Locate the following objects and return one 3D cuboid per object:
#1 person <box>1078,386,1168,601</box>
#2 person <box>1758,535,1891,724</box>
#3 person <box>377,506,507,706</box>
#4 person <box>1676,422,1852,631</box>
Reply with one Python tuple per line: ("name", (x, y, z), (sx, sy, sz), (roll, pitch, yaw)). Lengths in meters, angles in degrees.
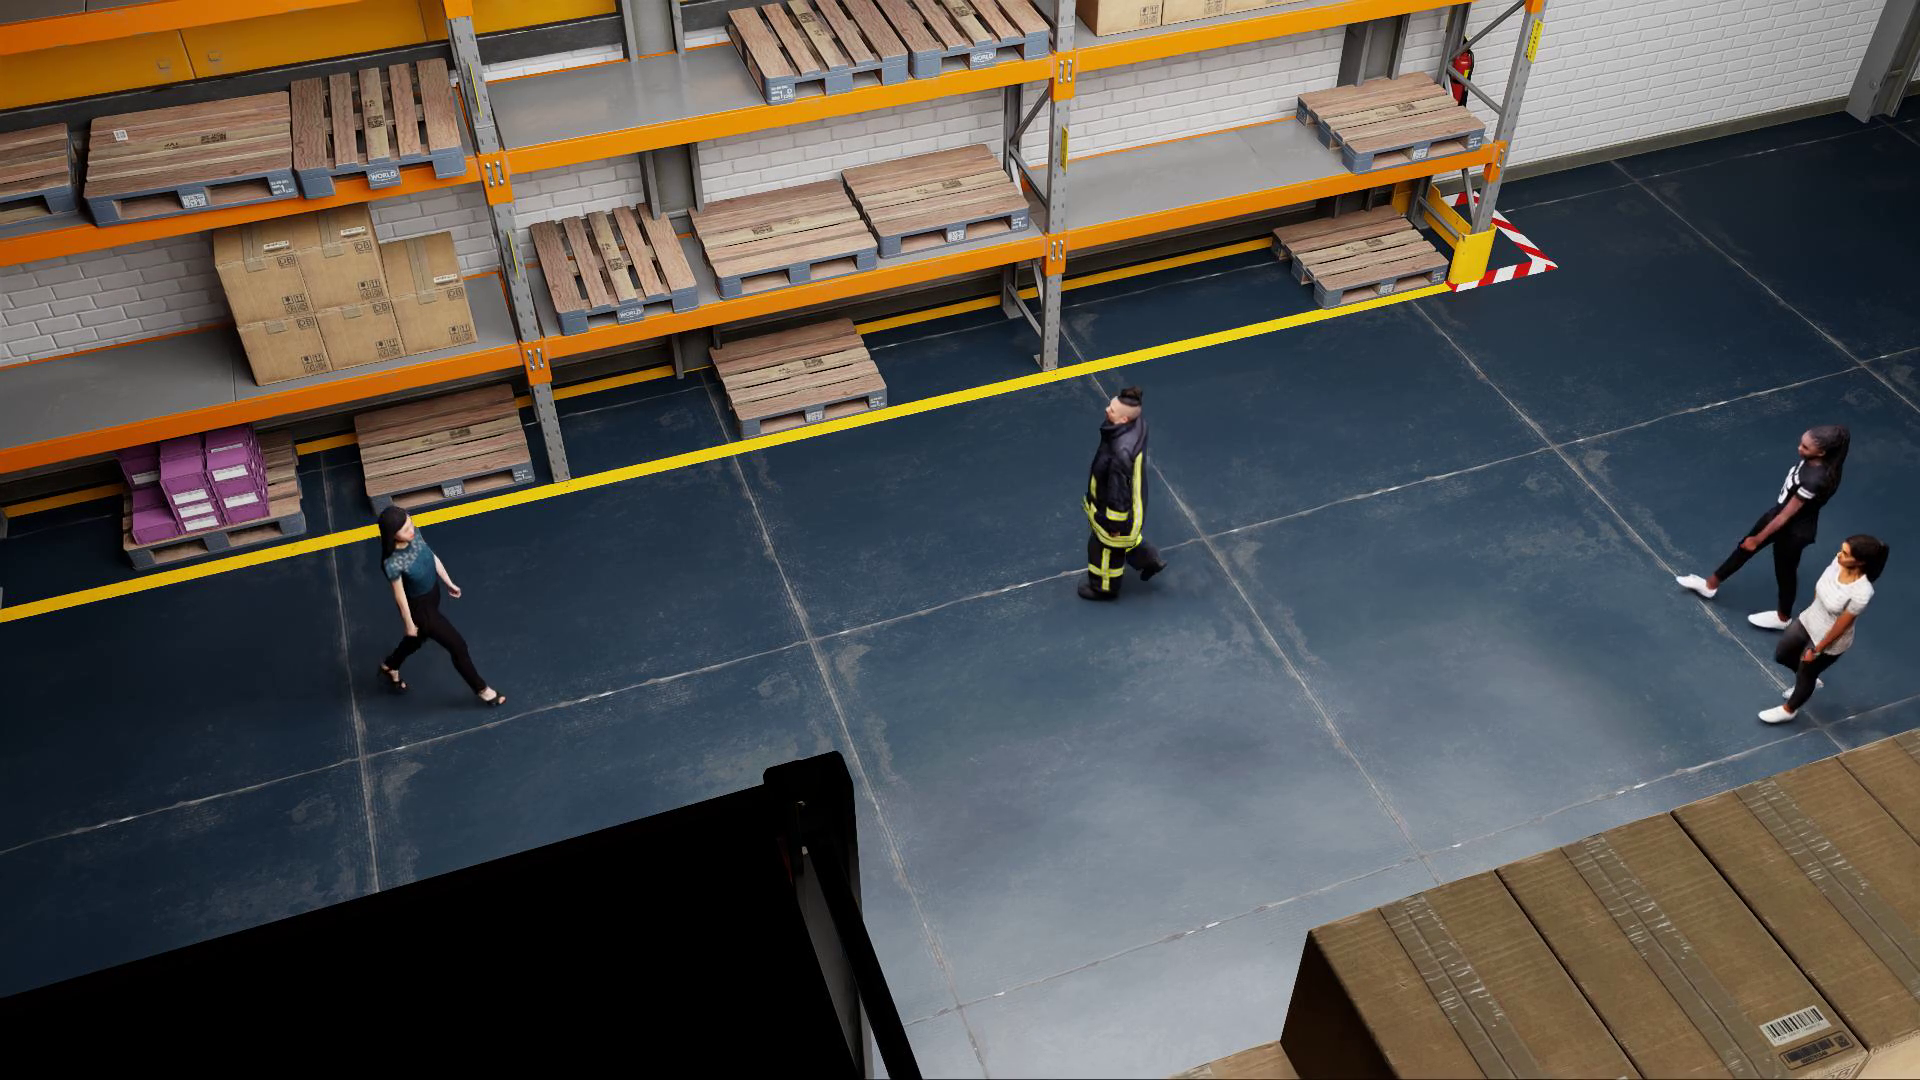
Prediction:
("person", (1.132, -0.287, 11.117), (1.052, 1.846, 0.980), (10, 45, 11))
("person", (5.458, 0.581, 10.363), (0.728, 1.629, 0.651), (-2, 44, -2))
("person", (-3.459, 0.419, 10.484), (1.160, 1.696, 0.889), (3, 44, 4))
("person", (5.549, -0.051, 10.961), (1.094, 1.719, 0.973), (12, 45, 12))
